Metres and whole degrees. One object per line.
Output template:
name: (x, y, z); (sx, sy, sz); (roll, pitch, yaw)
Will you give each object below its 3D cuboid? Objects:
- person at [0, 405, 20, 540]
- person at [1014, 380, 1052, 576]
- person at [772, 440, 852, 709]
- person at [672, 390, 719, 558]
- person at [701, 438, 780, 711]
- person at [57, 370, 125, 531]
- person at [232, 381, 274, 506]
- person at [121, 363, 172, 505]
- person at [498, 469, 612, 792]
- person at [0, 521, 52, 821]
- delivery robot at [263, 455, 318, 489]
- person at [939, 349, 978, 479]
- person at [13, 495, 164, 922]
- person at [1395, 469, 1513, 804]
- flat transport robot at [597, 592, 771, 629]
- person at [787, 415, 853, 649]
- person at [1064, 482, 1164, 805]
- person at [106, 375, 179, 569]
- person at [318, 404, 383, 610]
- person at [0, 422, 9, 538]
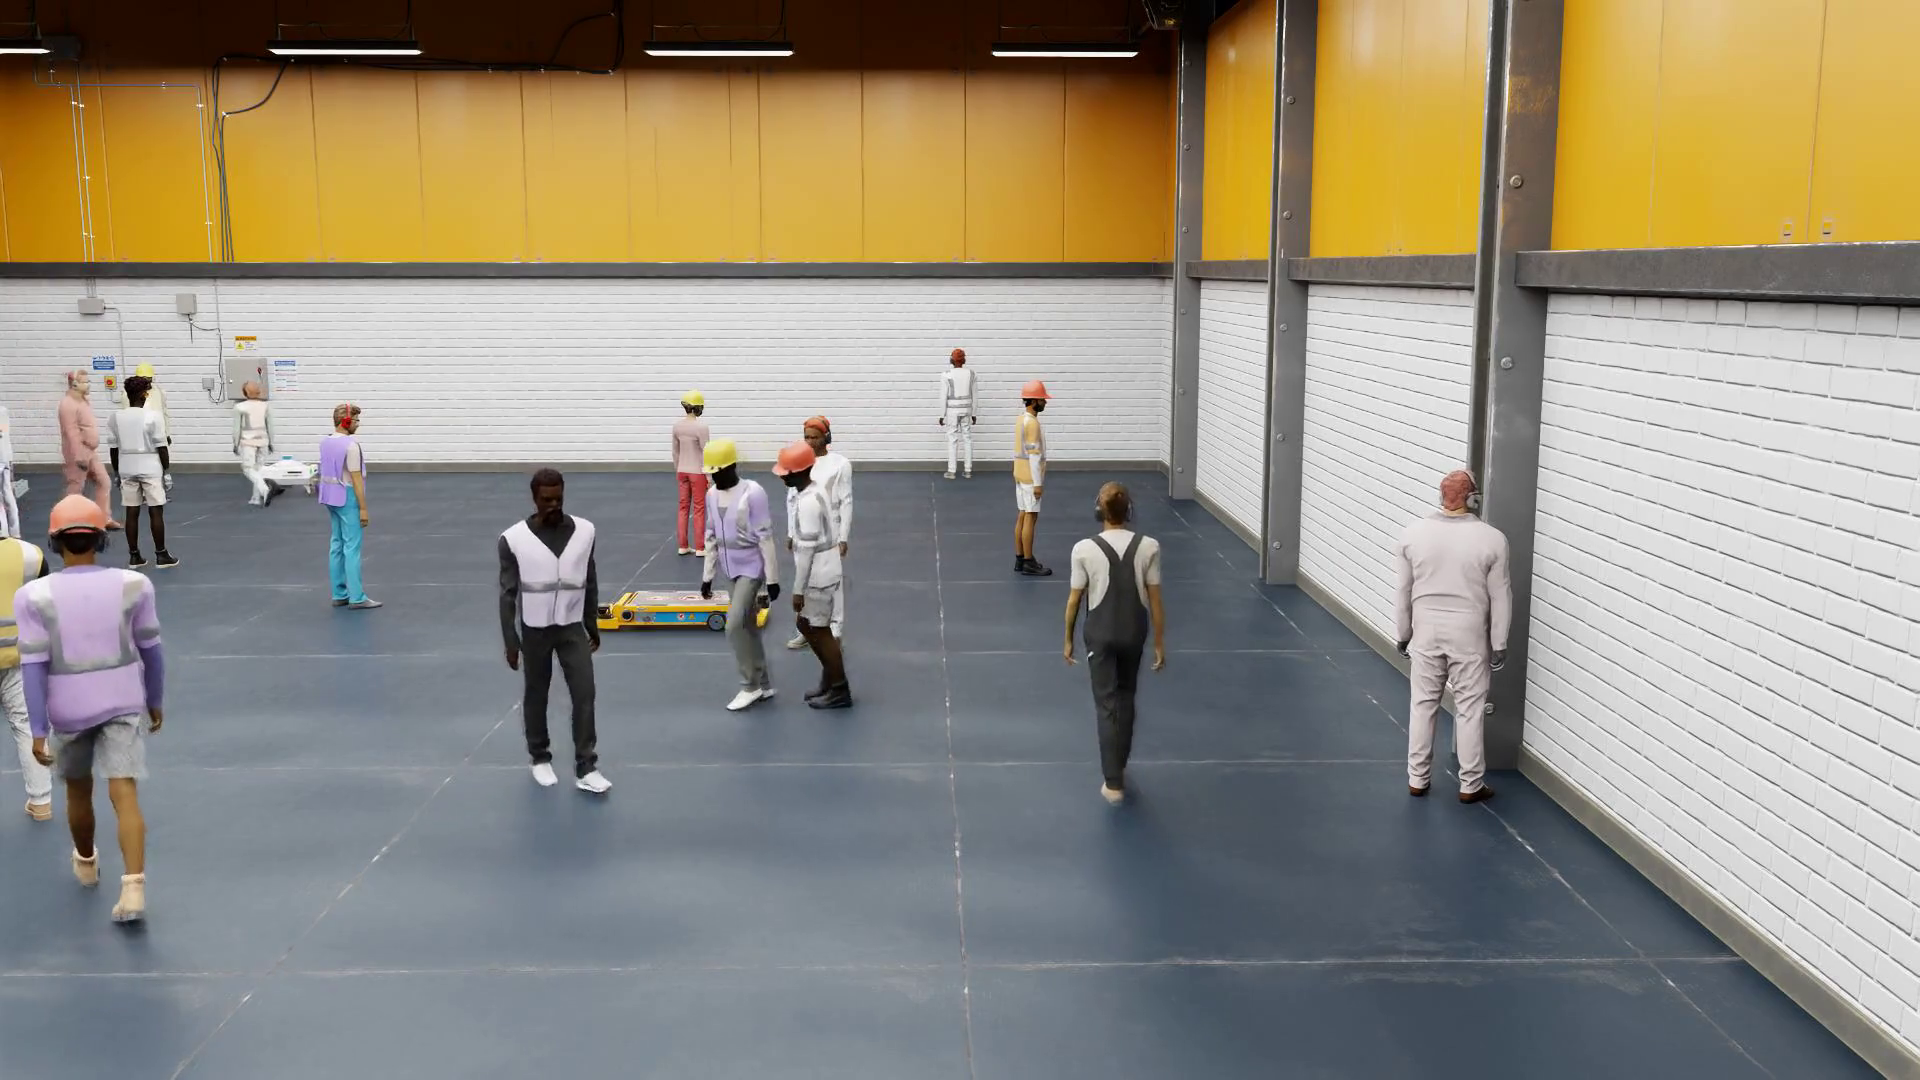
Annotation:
person: (-10.488, -0.830, 18.076); (0.330, 1.866, 0.515); (0, 9, 0)
person: (0.720, -0.618, 16.524); (0.363, 1.939, 0.542); (-2, 9, -12)
person: (-1.001, 0.249, 11.354); (0.554, 1.889, 0.582); (-1, 9, -5)
person: (-2.799, -0.698, 17.545); (0.533, 1.768, 0.311); (7, 11, 35)
person: (-1.544, 0.233, 11.472); (0.616, 1.878, 0.616); (-8, 13, -42)
person: (-9.878, -0.990, 18.947); (0.722, 1.885, 0.673); (-2, 9, -11)
person: (-8.953, -1.215, 21.153); (0.658, 1.616, 0.523); (7, 12, 37)
person: (-10.503, -1.379, 21.530); (0.404, 1.828, 0.591); (7, 12, 36)
person: (-2.312, 0.538, 9.586); (0.637, 1.884, 0.837); (-6, 11, -35)
person: (-5.243, 0.659, 9.000); (0.429, 1.839, 0.634); (7, 12, 39)
delivery robot: (-8.929, -0.887, 22.111); (0.707, 0.478, 0.477); (-1, 10, -8)
person: (-0.025, -1.829, 24.114); (0.585, 1.882, 0.343); (-4, 10, -22)
person: (-4.064, 0.783, 7.838); (0.624, 1.989, 1.070); (-6, 11, -33)
person: (2.818, 0.544, 9.507); (0.649, 1.904, 0.401); (6, 11, 31)
flat transport robot: (-2.364, 0.590, 14.218); (1.431, 0.197, 0.652); (0, 9, -1)
person: (-1.127, -0.051, 13.218); (0.574, 1.884, 0.356); (4, 10, 25)
person: (0.868, 0.565, 9.630); (0.548, 1.818, 0.788); (-1, 9, -8)
person: (-8.279, -0.683, 16.839); (0.600, 1.967, 0.367); (0, 9, 1)
person: (-5.490, -0.292, 14.837); (0.563, 1.837, 0.391); (8, 12, 39)
person: (-7.817, -0.121, 13.589); (0.876, 1.899, 0.563); (-6, 11, -31)
